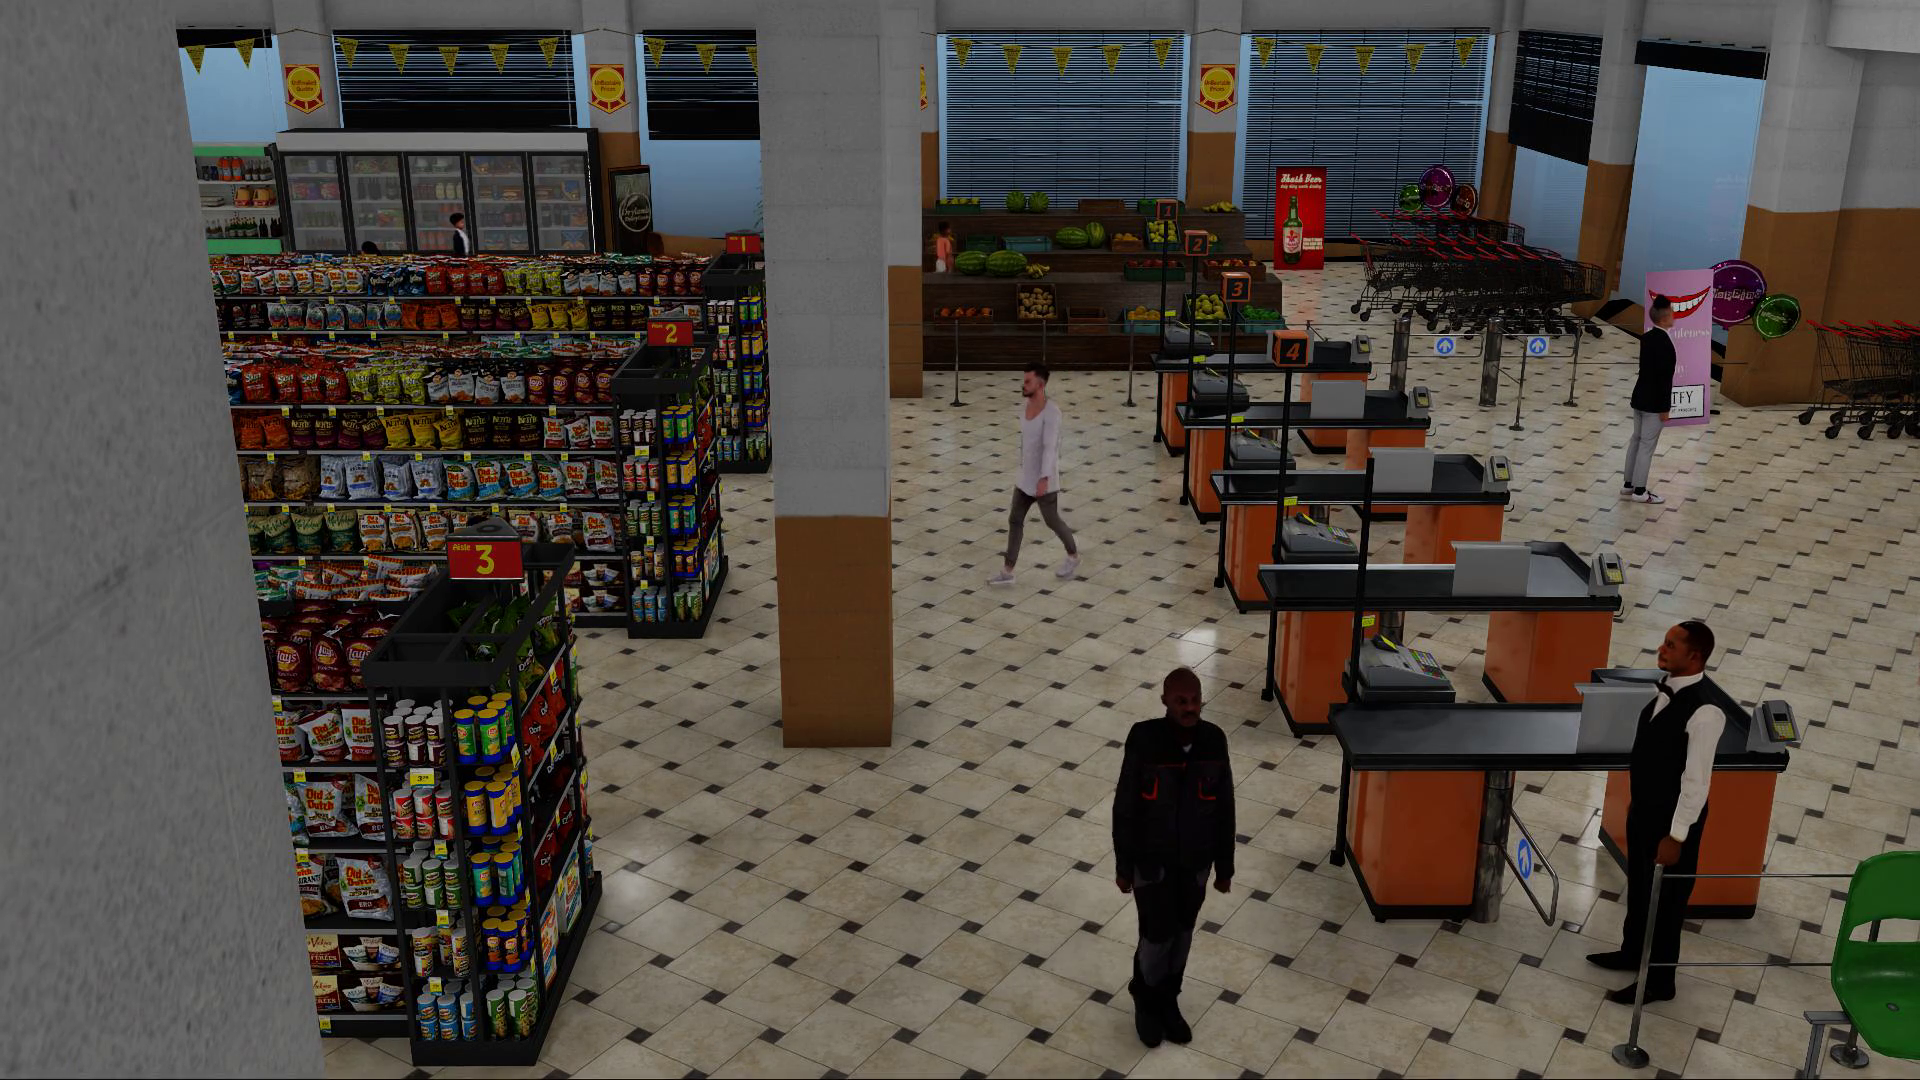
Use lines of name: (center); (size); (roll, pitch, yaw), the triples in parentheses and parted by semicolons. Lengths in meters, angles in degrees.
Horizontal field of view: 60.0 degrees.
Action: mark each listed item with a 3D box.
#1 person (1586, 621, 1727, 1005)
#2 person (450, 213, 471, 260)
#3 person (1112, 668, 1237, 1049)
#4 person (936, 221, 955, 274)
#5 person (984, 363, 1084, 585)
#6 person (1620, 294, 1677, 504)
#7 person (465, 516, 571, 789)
person: (3.343, 1.275, 7.861); (0.559, 1.919, 0.673); (0, 19, 0)
person: (-7.886, -4.523, 26.170); (0.846, 1.207, 0.565); (2, 19, 6)
person: (0.940, 1.399, 7.652); (0.696, 1.818, 0.848); (-5, 19, -14)
person: (-0.284, -4.058, 24.644); (0.638, 1.301, 0.583); (-11, 22, -29)
person: (0.697, -0.513, 13.341); (1.241, 1.806, 1.100); (-13, 23, -33)
person: (6.454, -1.332, 15.538); (0.568, 1.954, 0.690); (0, 19, 0)
person: (-2.622, 0.741, 9.654); (1.175, 1.785, 0.975); (9, 21, 25)
